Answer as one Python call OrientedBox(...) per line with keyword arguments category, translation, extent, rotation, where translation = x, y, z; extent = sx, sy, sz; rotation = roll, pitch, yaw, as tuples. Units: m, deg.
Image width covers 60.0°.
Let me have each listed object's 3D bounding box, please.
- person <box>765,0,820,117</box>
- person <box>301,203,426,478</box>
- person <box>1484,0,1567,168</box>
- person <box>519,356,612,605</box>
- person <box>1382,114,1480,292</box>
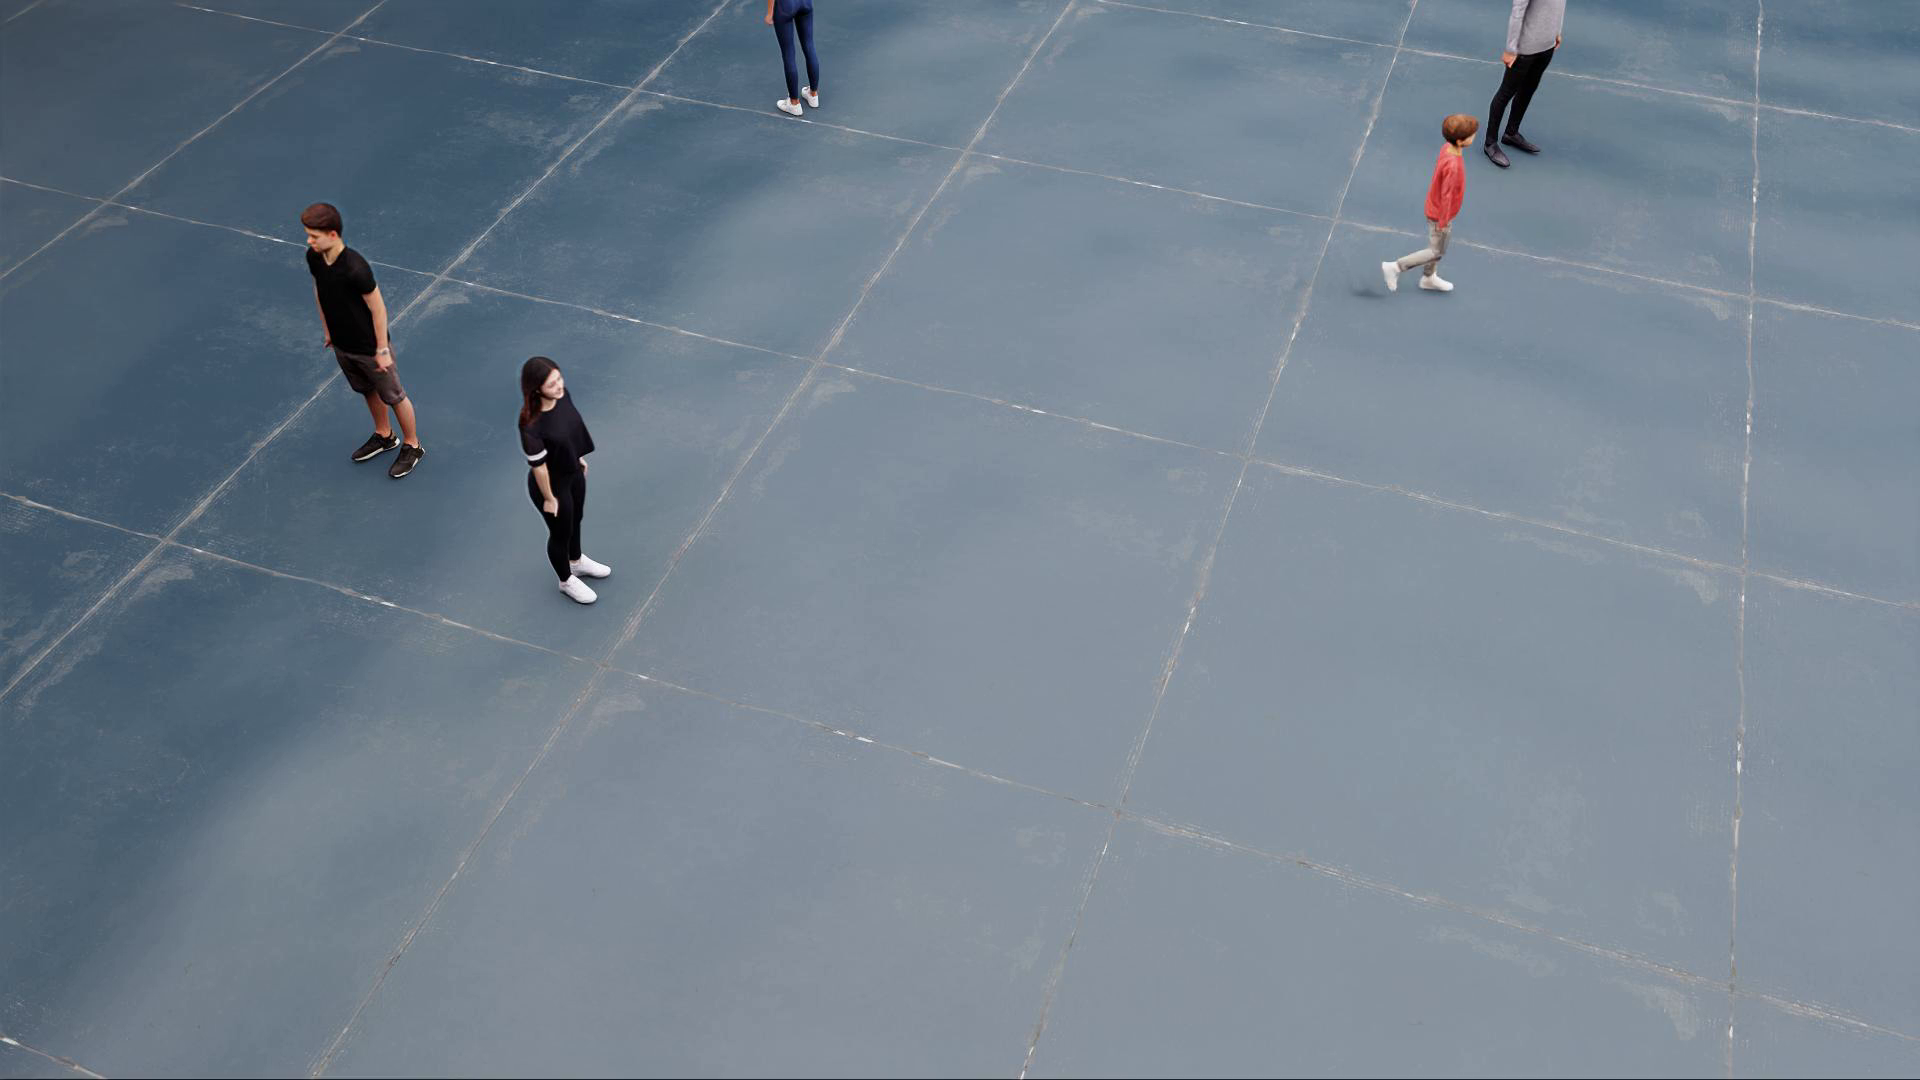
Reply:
OrientedBox(category="person", translation=(-1.340, -4.278, 13.353), extent=(0.669, 1.774, 0.683), rotation=(-28, 50, -27))
OrientedBox(category="person", translation=(-3.598, -1.217, 10.012), extent=(0.575, 1.860, 0.789), rotation=(23, 48, 22))
OrientedBox(category="person", translation=(4.406, -3.863, 12.801), extent=(0.841, 1.922, 0.856), rotation=(-25, 48, -24))
OrientedBox(category="person", translation=(-2.227, -0.353, 9.249), extent=(0.599, 1.638, 0.622), rotation=(10, 44, 11))
OrientedBox(category="person", translation=(3.262, -2.301, 11.507), extent=(0.819, 1.404, 0.629), rotation=(4, 43, 4))
